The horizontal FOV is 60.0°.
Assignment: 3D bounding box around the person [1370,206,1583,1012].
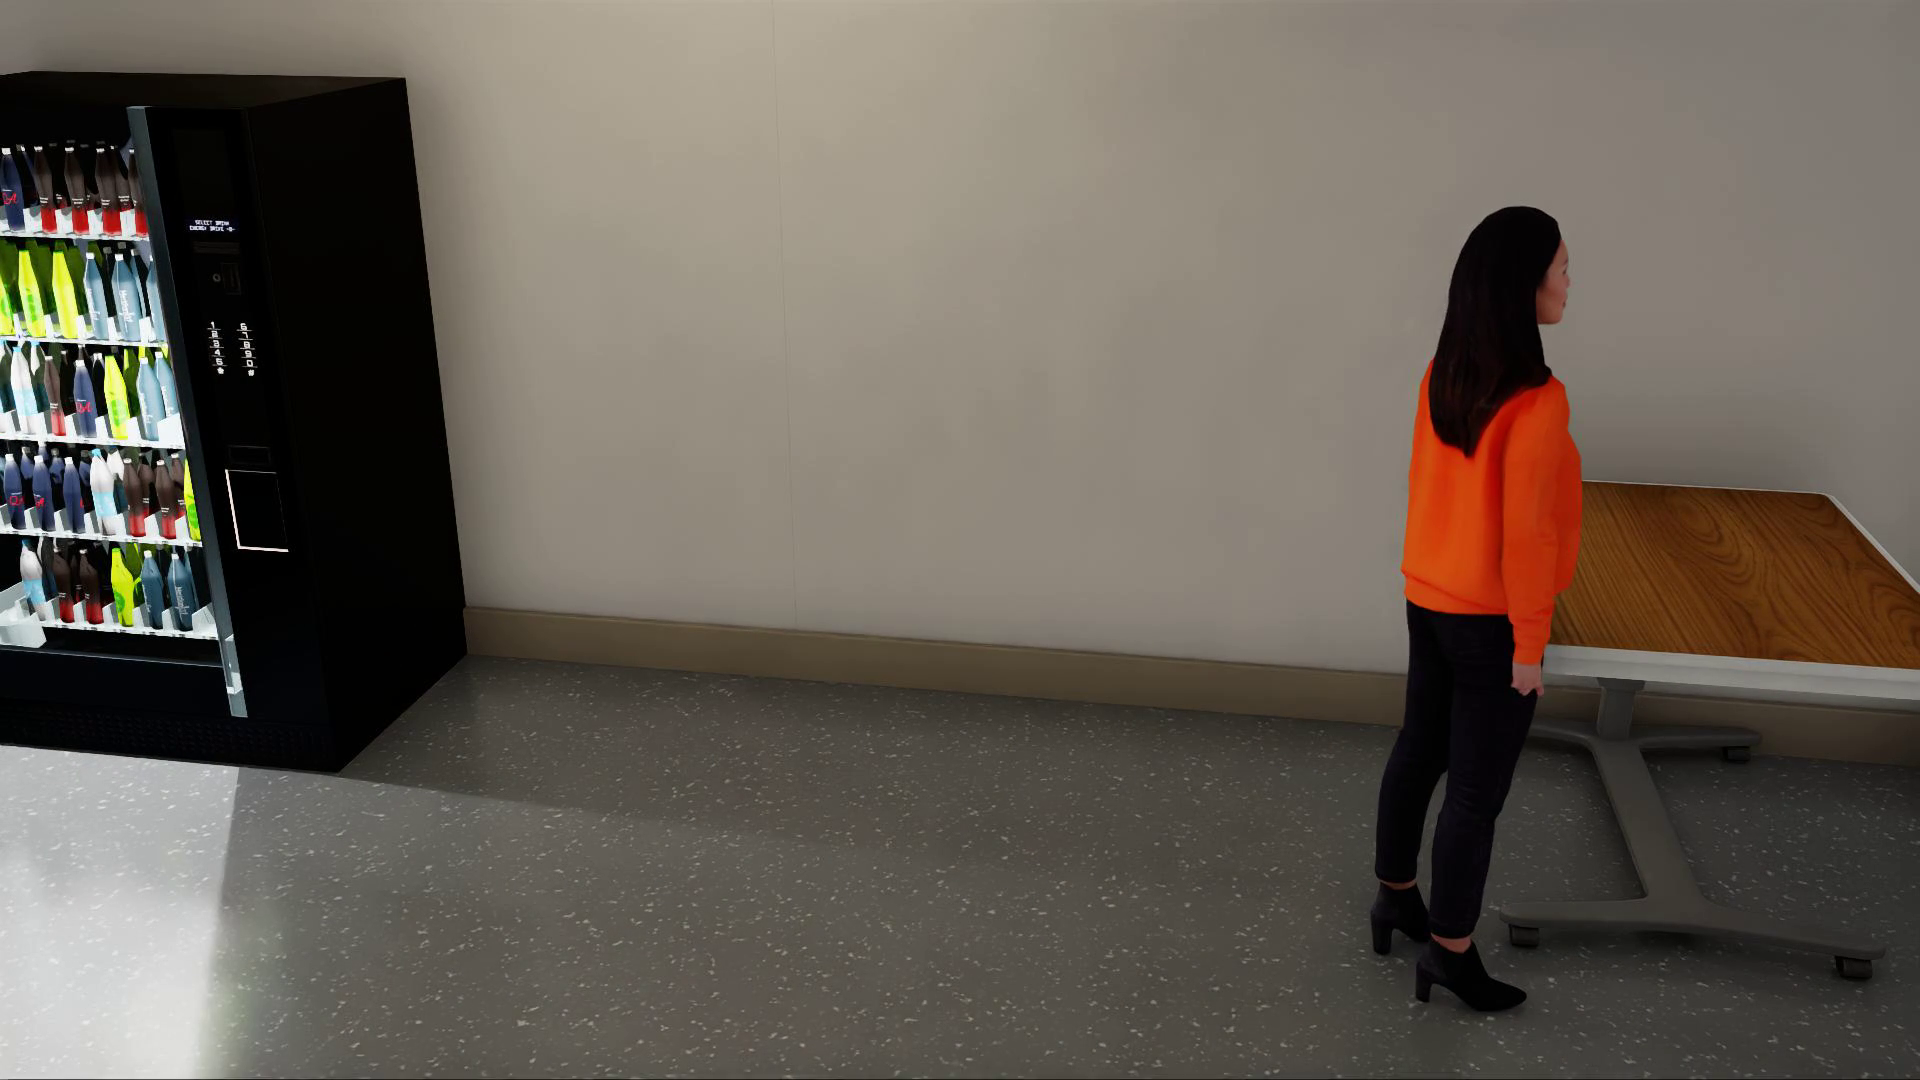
[{"bbox_3d":[1.088,0.165,3.539,0.676,1.749,0.695,-4,21,-11],"label":"person"}]
